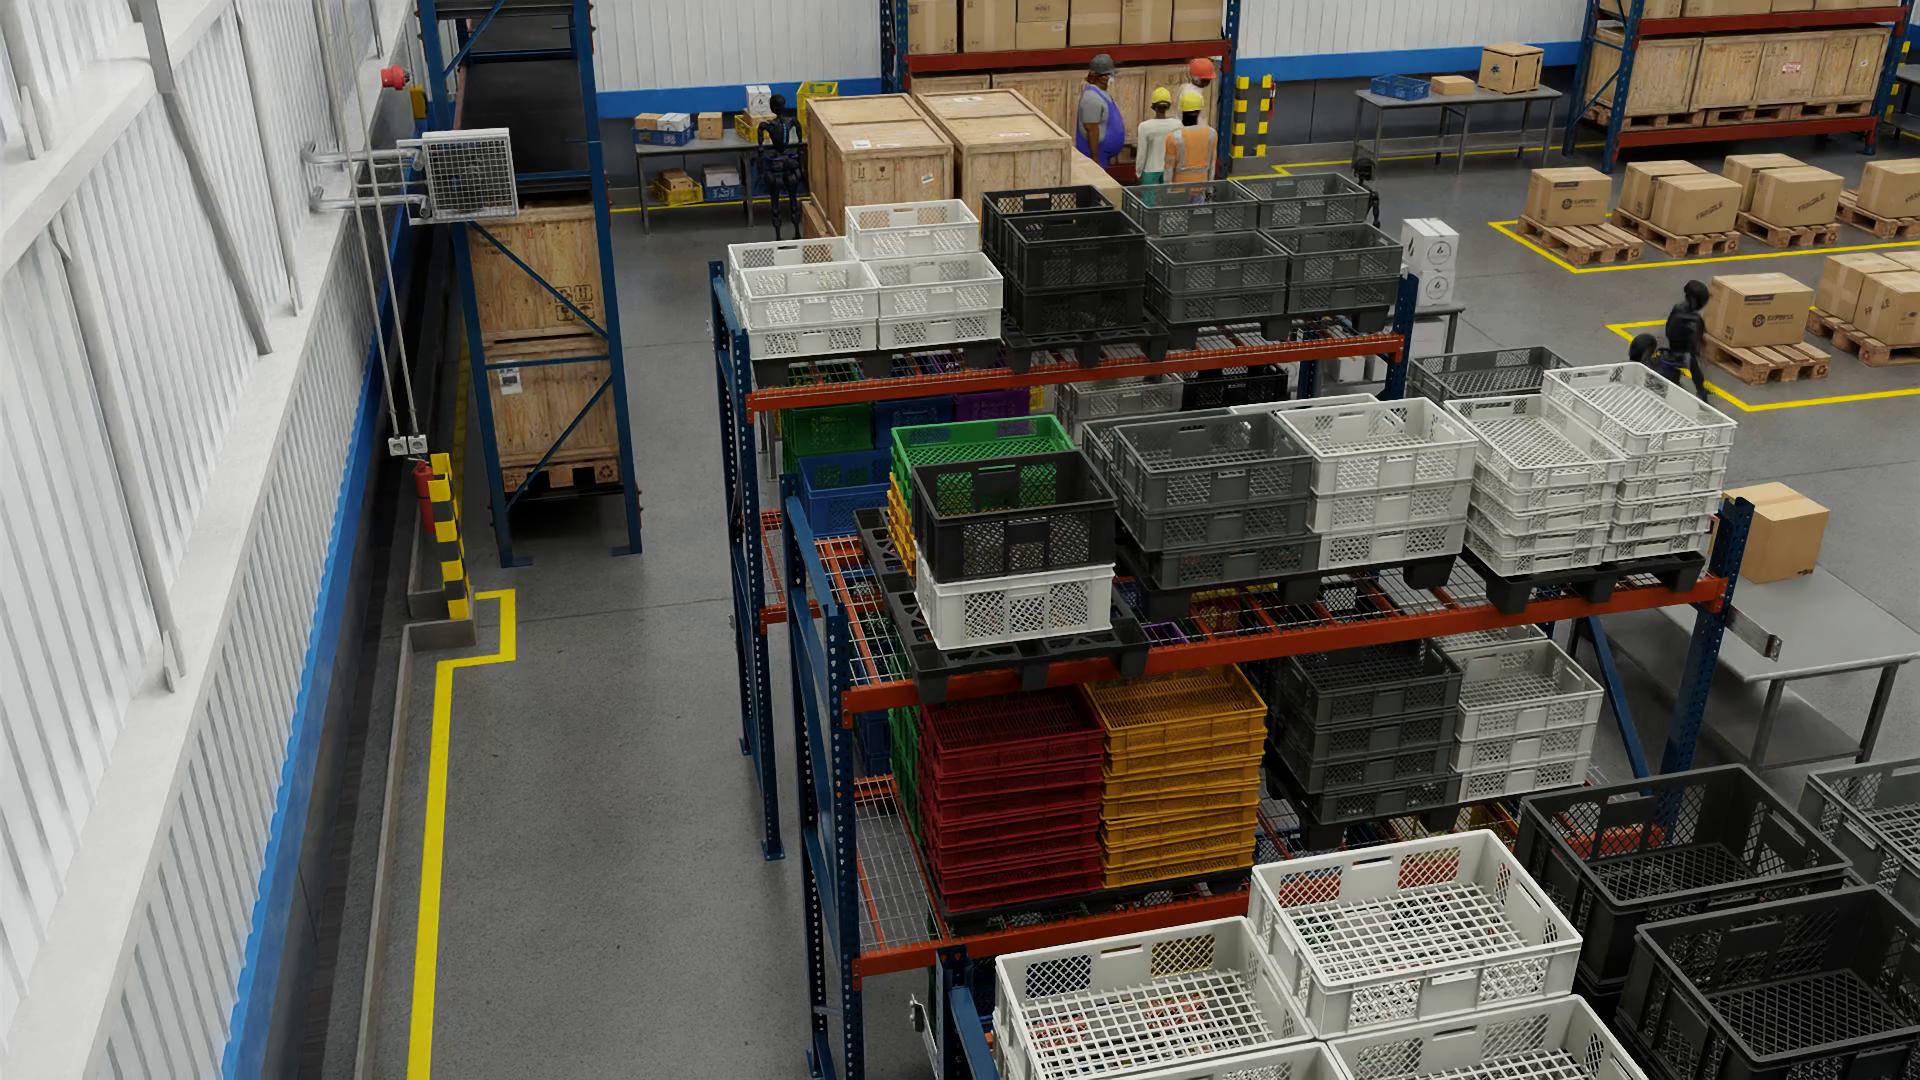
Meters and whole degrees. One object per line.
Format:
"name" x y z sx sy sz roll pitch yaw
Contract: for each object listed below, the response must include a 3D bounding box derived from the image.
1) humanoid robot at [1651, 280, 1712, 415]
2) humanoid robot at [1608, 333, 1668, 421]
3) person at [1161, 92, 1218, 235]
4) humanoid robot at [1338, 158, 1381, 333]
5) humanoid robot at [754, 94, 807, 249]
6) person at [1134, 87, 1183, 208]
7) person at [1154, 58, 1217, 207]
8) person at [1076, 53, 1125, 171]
"humanoid robot" 5.619 -1.289 13.004 0.419 1.621 0.613 3 28 5
"humanoid robot" 4.897 -0.752 11.975 0.624 1.627 0.585 -19 33 -32
"person" 2.352 -3.652 17.211 0.586 1.918 0.399 -10 29 -19
"humanoid robot" 3.772 -2.834 15.899 0.313 1.656 0.614 -16 32 -28
"humanoid robot" -1.958 -4.040 18.188 0.616 1.656 0.308 -16 32 -28
"person" 2.141 -4.012 18.051 0.531 1.766 0.323 -7 29 -14
"person" 2.532 -4.411 18.591 0.540 1.969 0.638 -2 28 -4
"person" 1.551 -4.344 18.389 0.537 2.000 0.680 4 28 7
